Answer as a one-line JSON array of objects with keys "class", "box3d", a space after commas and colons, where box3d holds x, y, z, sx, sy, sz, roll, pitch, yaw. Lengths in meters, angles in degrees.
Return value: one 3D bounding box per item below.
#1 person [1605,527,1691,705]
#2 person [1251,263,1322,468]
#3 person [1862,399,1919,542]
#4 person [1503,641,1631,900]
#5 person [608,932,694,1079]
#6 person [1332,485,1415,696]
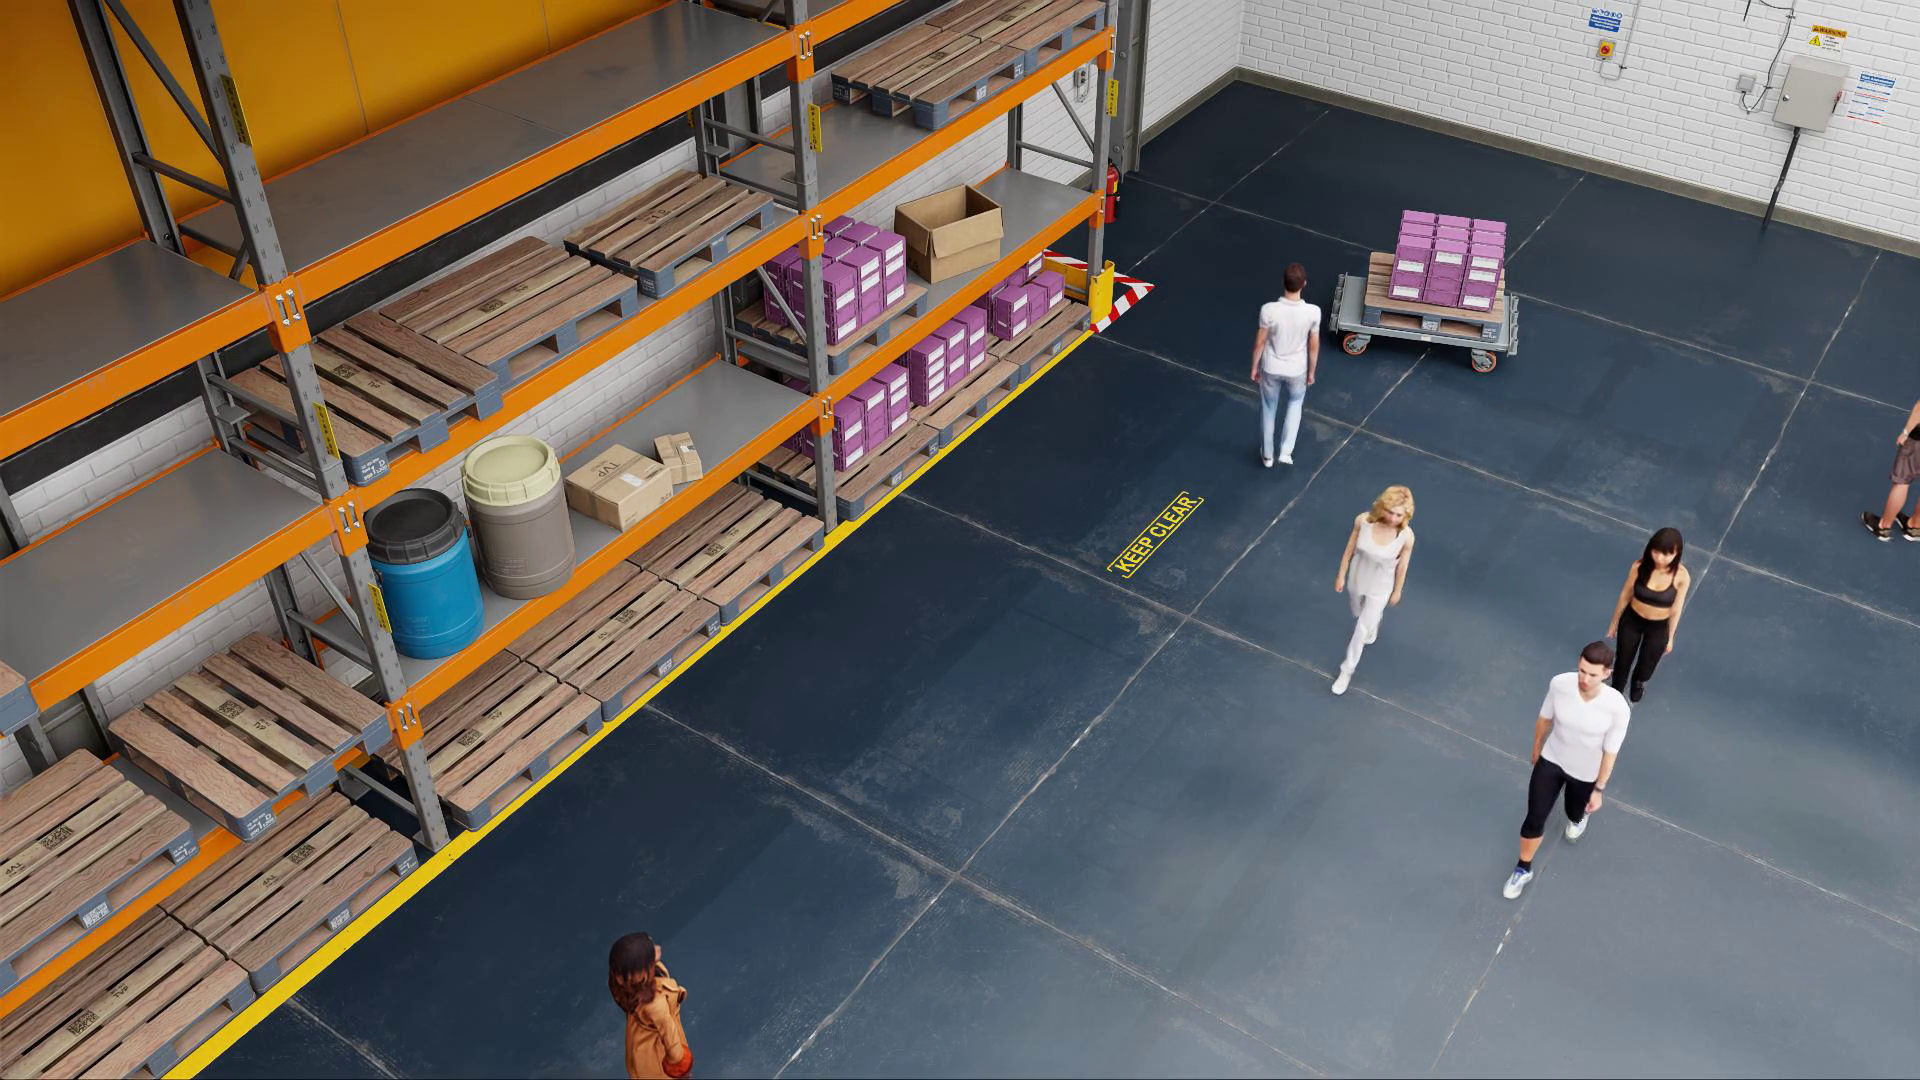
[{"class": "person", "box3d": [4.594, 0.540, 11.105, 0.577, 1.631, 0.708, 21, 43, 24]}, {"class": "person", "box3d": [2.588, -1.312, 13.254, 0.830, 1.843, 0.882, 4, 39, 6]}, {"class": "person", "box3d": [7.376, -0.790, 12.588, 0.740, 1.860, 0.786, -4, 39, -5]}, {"class": "person", "box3d": [3.709, 1.311, 9.988, 0.718, 1.820, 1.165, 26, 46, 29]}, {"class": "person", "box3d": [-1.545, 2.576, 8.485, 0.708, 1.720, 0.750, -25, 45, -28]}, {"class": "person", "box3d": [2.863, 0.245, 11.468, 0.605, 1.639, 1.018, 24, 45, 27]}]
